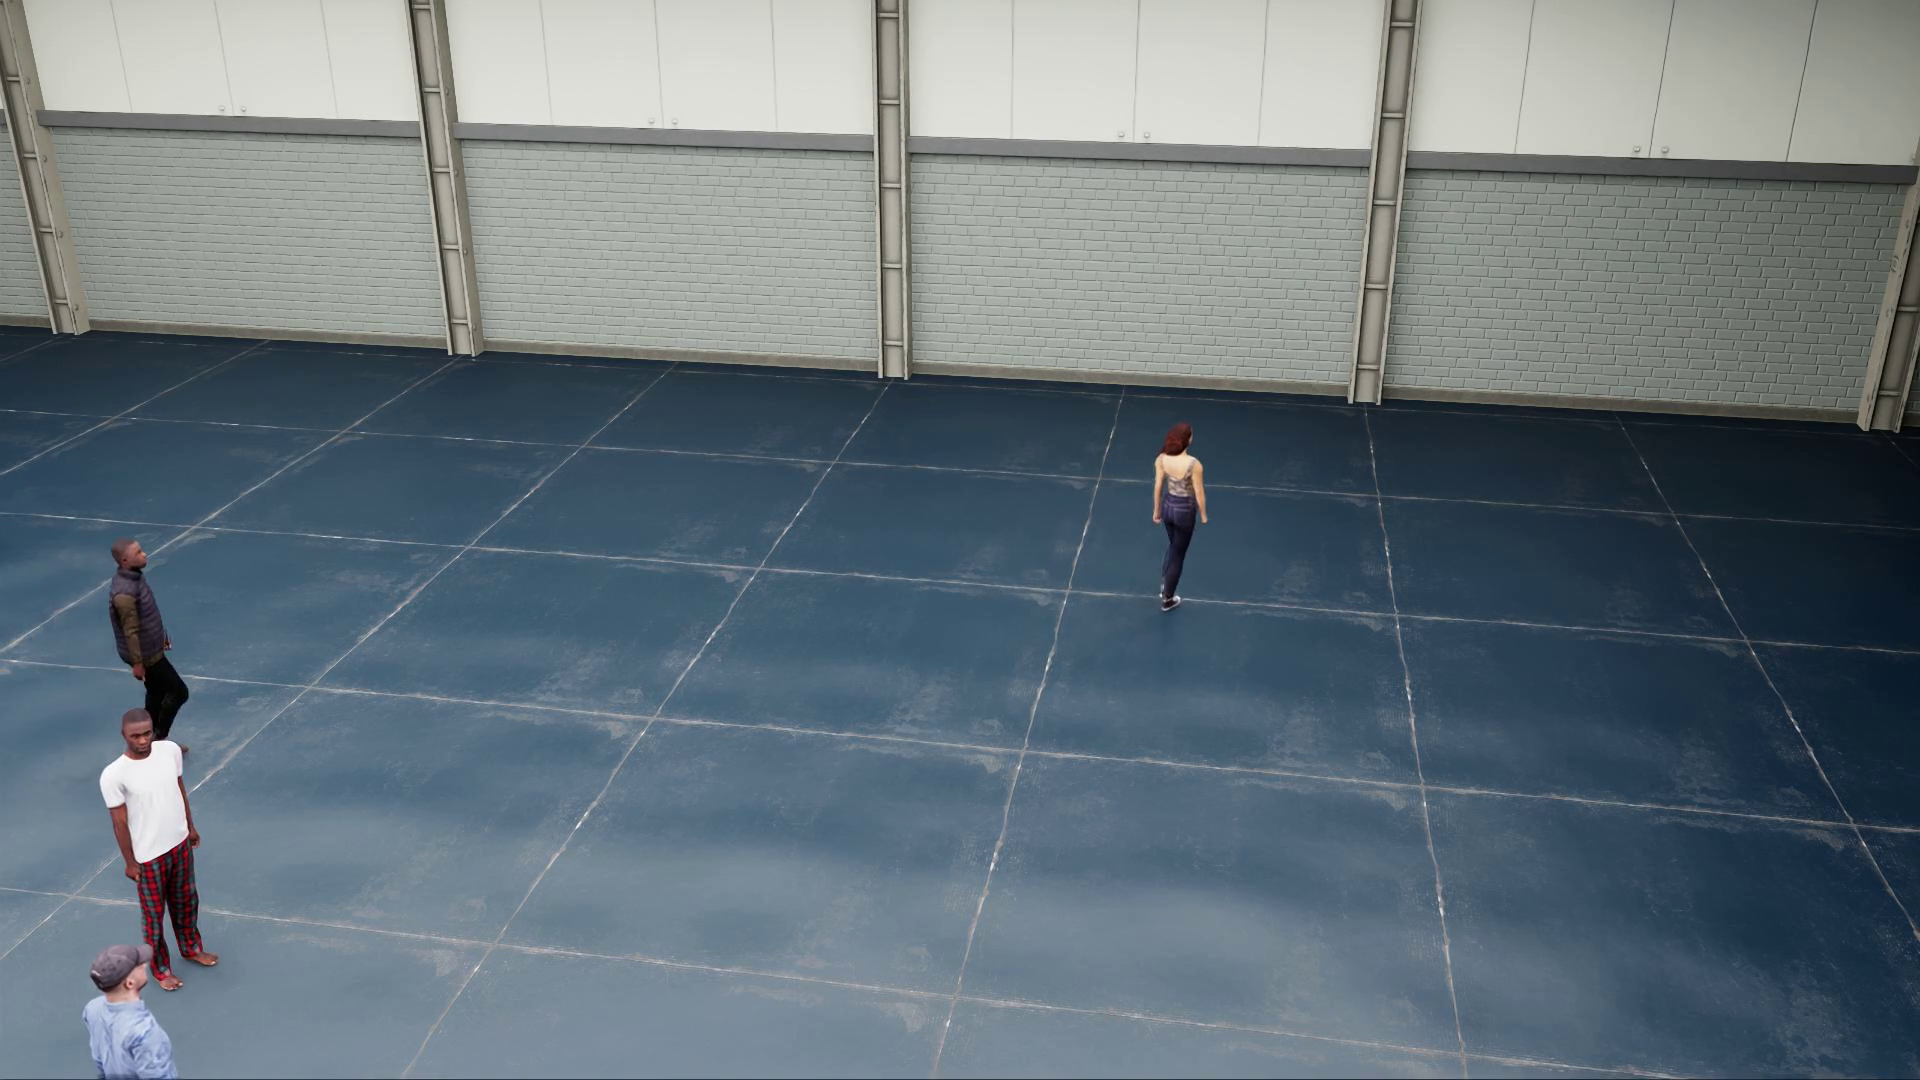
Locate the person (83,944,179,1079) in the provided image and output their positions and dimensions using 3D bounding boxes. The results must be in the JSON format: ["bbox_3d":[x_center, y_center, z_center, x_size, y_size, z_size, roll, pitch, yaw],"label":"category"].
[{"bbox_3d":[-3.840,2.728,7.882,0.662,1.887,0.794,16,28,32],"label":"person"}]

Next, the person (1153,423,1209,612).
[{"bbox_3d":[1.912,-0.174,14.877,0.717,1.754,0.799,17,29,35],"label":"person"}]

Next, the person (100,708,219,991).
[{"bbox_3d":[-4.856,1.834,10.052,0.654,1.833,0.720,12,26,27],"label":"person"}]

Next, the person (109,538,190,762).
[{"bbox_3d":[-6.146,0.846,12.386,0.849,1.825,0.826,-9,25,-21],"label":"person"}]
